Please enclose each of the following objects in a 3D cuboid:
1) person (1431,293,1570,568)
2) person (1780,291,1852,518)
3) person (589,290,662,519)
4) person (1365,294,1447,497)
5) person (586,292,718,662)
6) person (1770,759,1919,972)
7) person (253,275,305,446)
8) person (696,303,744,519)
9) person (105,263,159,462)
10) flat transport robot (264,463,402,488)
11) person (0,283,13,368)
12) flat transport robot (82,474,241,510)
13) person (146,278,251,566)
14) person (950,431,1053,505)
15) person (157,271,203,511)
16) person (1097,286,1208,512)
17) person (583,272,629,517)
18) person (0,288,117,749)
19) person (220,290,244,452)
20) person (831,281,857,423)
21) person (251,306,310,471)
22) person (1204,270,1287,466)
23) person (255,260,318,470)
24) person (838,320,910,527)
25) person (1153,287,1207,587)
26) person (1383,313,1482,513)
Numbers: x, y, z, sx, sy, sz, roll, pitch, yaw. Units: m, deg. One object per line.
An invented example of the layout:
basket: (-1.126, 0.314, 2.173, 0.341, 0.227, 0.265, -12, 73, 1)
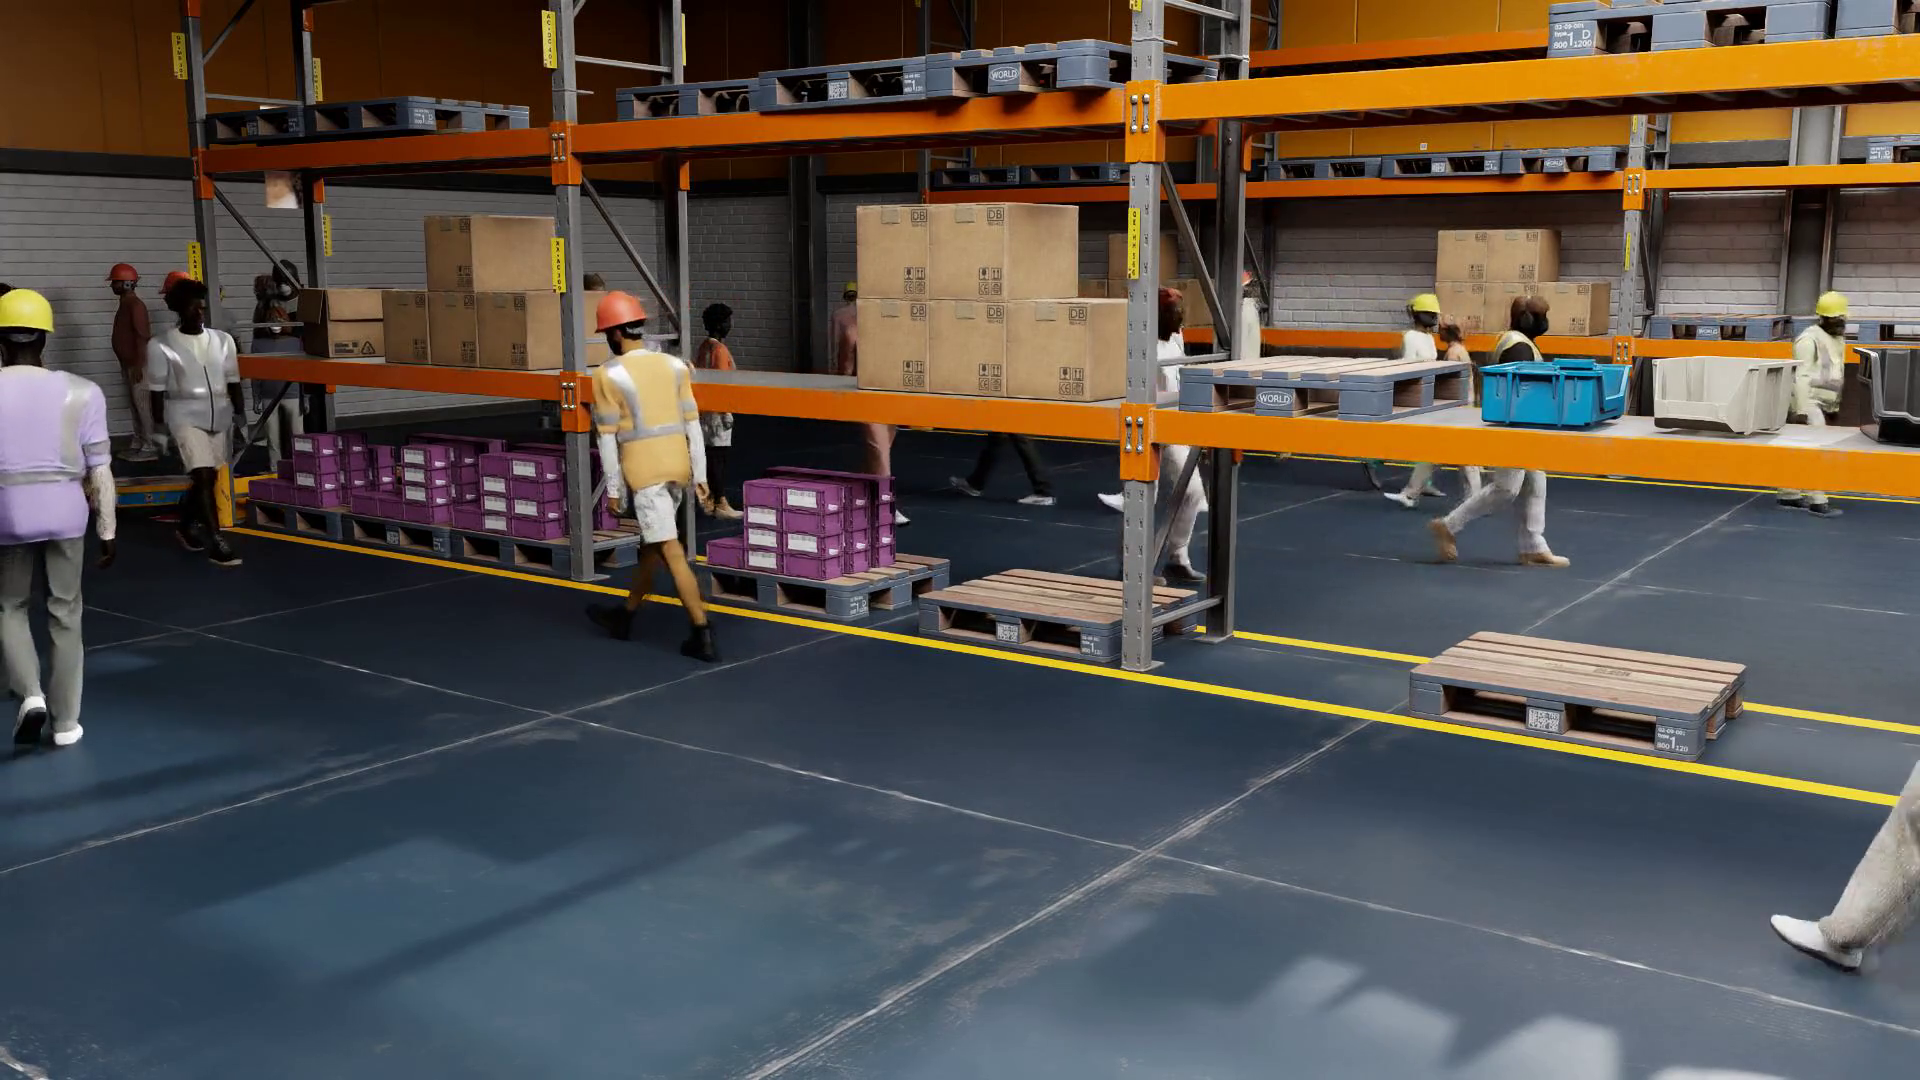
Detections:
person: (3.606, -0.716, 10.973, 0.814, 1.819, 0.623, 4, 10, 23)
person: (6.831, -1.067, 13.190, 0.605, 1.784, 0.684, -9, 13, -42)
person: (-2.559, -0.997, 12.680, 0.596, 1.805, 0.431, -7, 12, -37)
person: (3.888, -1.244, 14.324, 0.626, 1.741, 0.546, 8, 13, 41)
person: (-1.614, -0.330, 8.549, 1.002, 1.856, 0.546, 8, 12, 39)
person: (2.732, 0.496, 4.439, 0.515, 1.583, 0.910, -7, 12, -36)
person: (-7.421, -1.935, 18.094, 0.632, 1.867, 0.706, 2, 10, 12)
person: (-1.907, -1.009, 13.082, 0.319, 1.694, 0.532, -5, 11, -26)
person: (-8.387, -1.793, 16.851, 0.378, 1.996, 0.610, -8, 12, -39)
flat transport robot: (-5.331, -0.497, 14.259, 1.431, 0.197, 0.652, -7, 12, -37)
person: (-7.956, -1.248, 14.064, 0.469, 1.836, 0.575, -2, 10, -10)
flat transport robot: (-6.653, -0.389, 13.616, 1.431, 0.197, 0.652, -4, 10, -24)
person: (-5.189, -0.818, 11.317, 1.017, 1.924, 0.609, 7, 12, 35)
person: (0.347, -1.223, 13.959, 1.077, 1.836, 0.602, 5, 11, 29)
person: (-6.269, -1.205, 13.519, 0.354, 1.939, 0.544, -5, 11, -26)
person: (1.567, -1.104, 13.260, 0.966, 1.817, 0.579, -1, 10, -4)
person: (-2.881, -1.118, 13.037, 0.404, 1.944, 0.639, 9, 13, 43)
person: (-3.802, -0.072, 6.849, 0.605, 1.908, 0.424, -5, 11, -28)
person: (-7.917, -1.833, 17.663, 0.557, 1.802, 0.973, -4, 10, -22)
person: (-1.348, -2.329, 20.730, 0.532, 1.768, 0.311, -3, 10, -16)
person: (-5.904, -1.213, 14.465, 0.505, 1.636, 0.278, 0, 10, -3)
person: (2.820, -1.659, 16.199, 0.784, 1.958, 0.627, 3, 10, 16)
person: (-6.470, -1.686, 16.081, 0.689, 2.000, 0.537, -1, 10, -7)
person: (-0.634, -1.065, 12.964, 0.643, 1.861, 0.989, -7, 12, -38)
person: (1.290, -0.610, 10.203, 0.667, 1.859, 0.606, 6, 11, 33)
person: (3.799, -0.987, 13.197, 0.824, 1.595, 0.545, 3, 10, 16)
